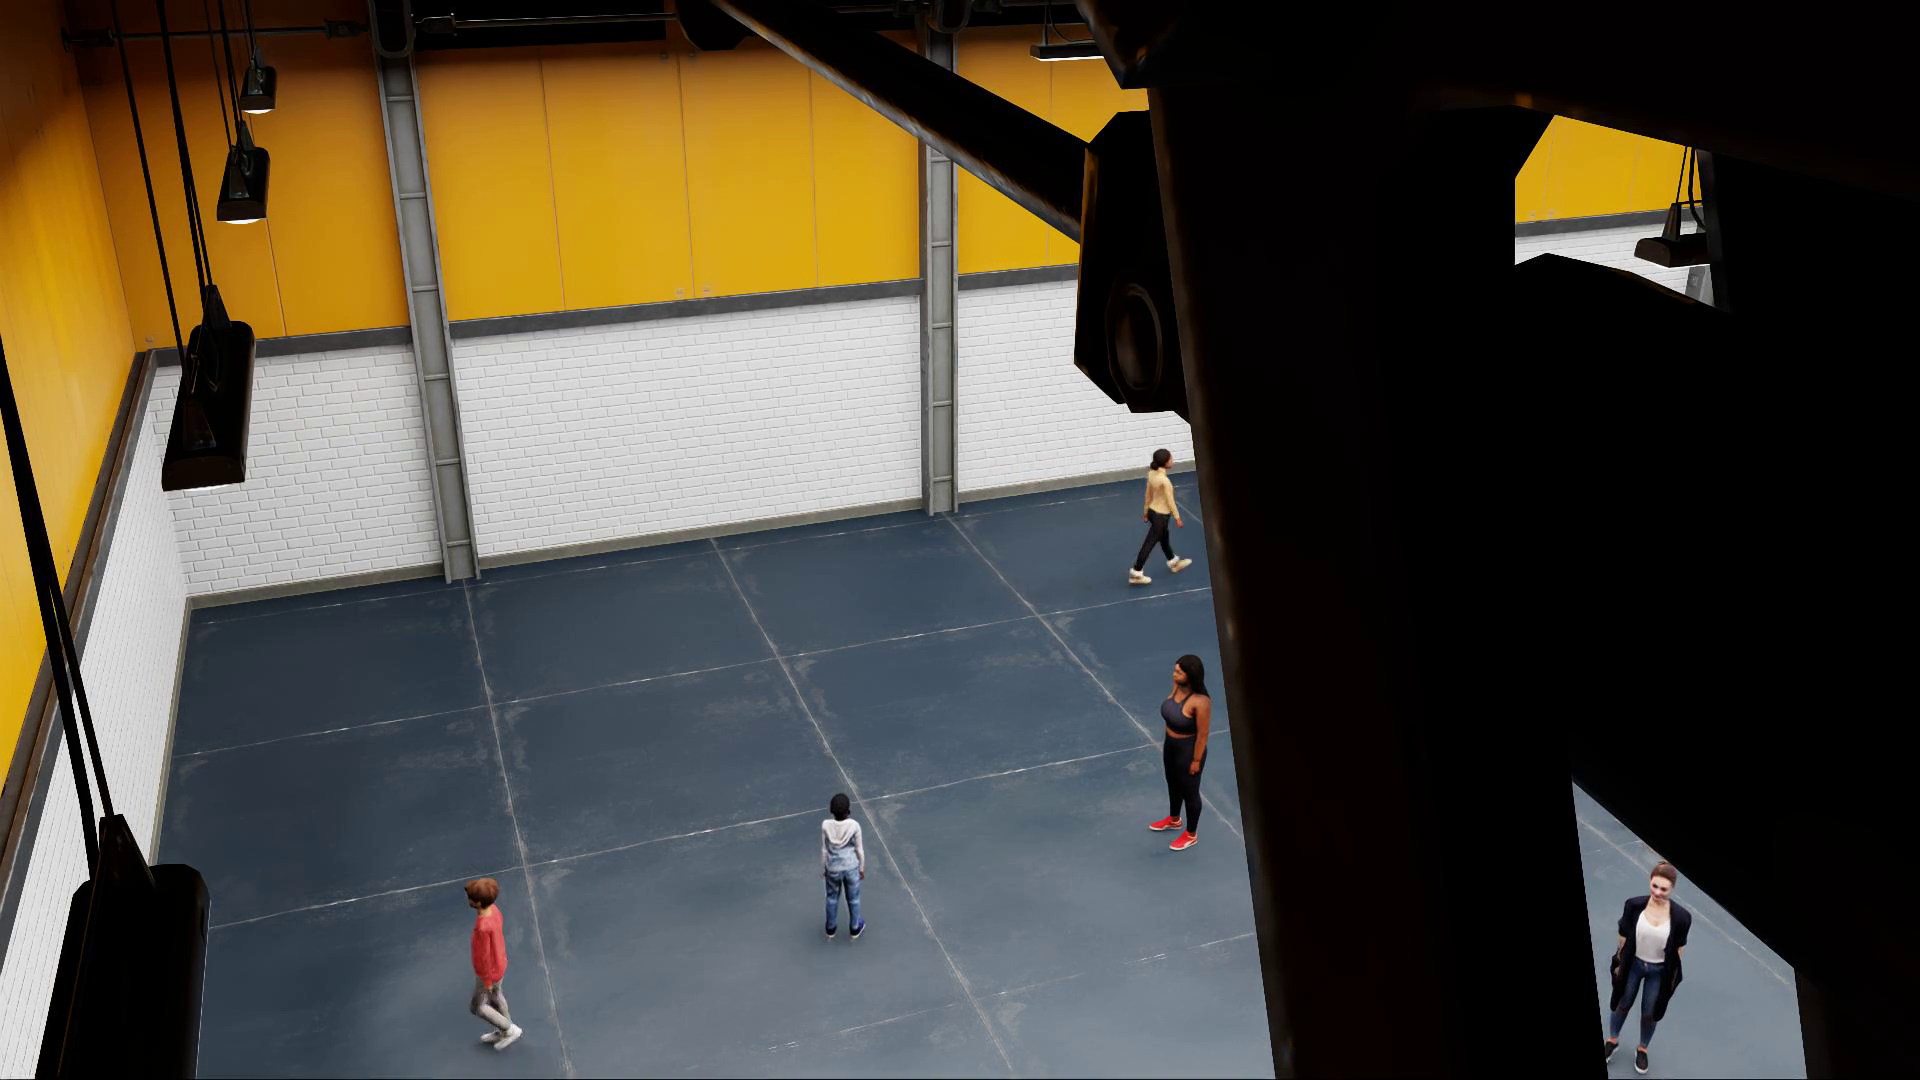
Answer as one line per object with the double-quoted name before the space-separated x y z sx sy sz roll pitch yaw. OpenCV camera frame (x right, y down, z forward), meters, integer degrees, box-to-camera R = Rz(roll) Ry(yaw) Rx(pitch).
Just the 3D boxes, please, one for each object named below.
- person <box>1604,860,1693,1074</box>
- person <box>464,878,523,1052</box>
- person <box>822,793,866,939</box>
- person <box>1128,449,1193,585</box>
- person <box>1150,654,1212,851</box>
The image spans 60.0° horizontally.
"person" 4.846 2.997 11.730 0.720 1.683 0.764 13 27 27
"person" -3.306 3.057 11.942 0.630 1.403 0.603 -1 24 -3
"person" -0.939 2.585 13.206 0.517 1.256 0.611 1 24 2
"person" 2.216 -0.232 19.205 1.086 1.612 0.621 -7 25 -16
"person" 1.937 1.790 14.326 0.612 1.815 0.672 -10 25 -21
